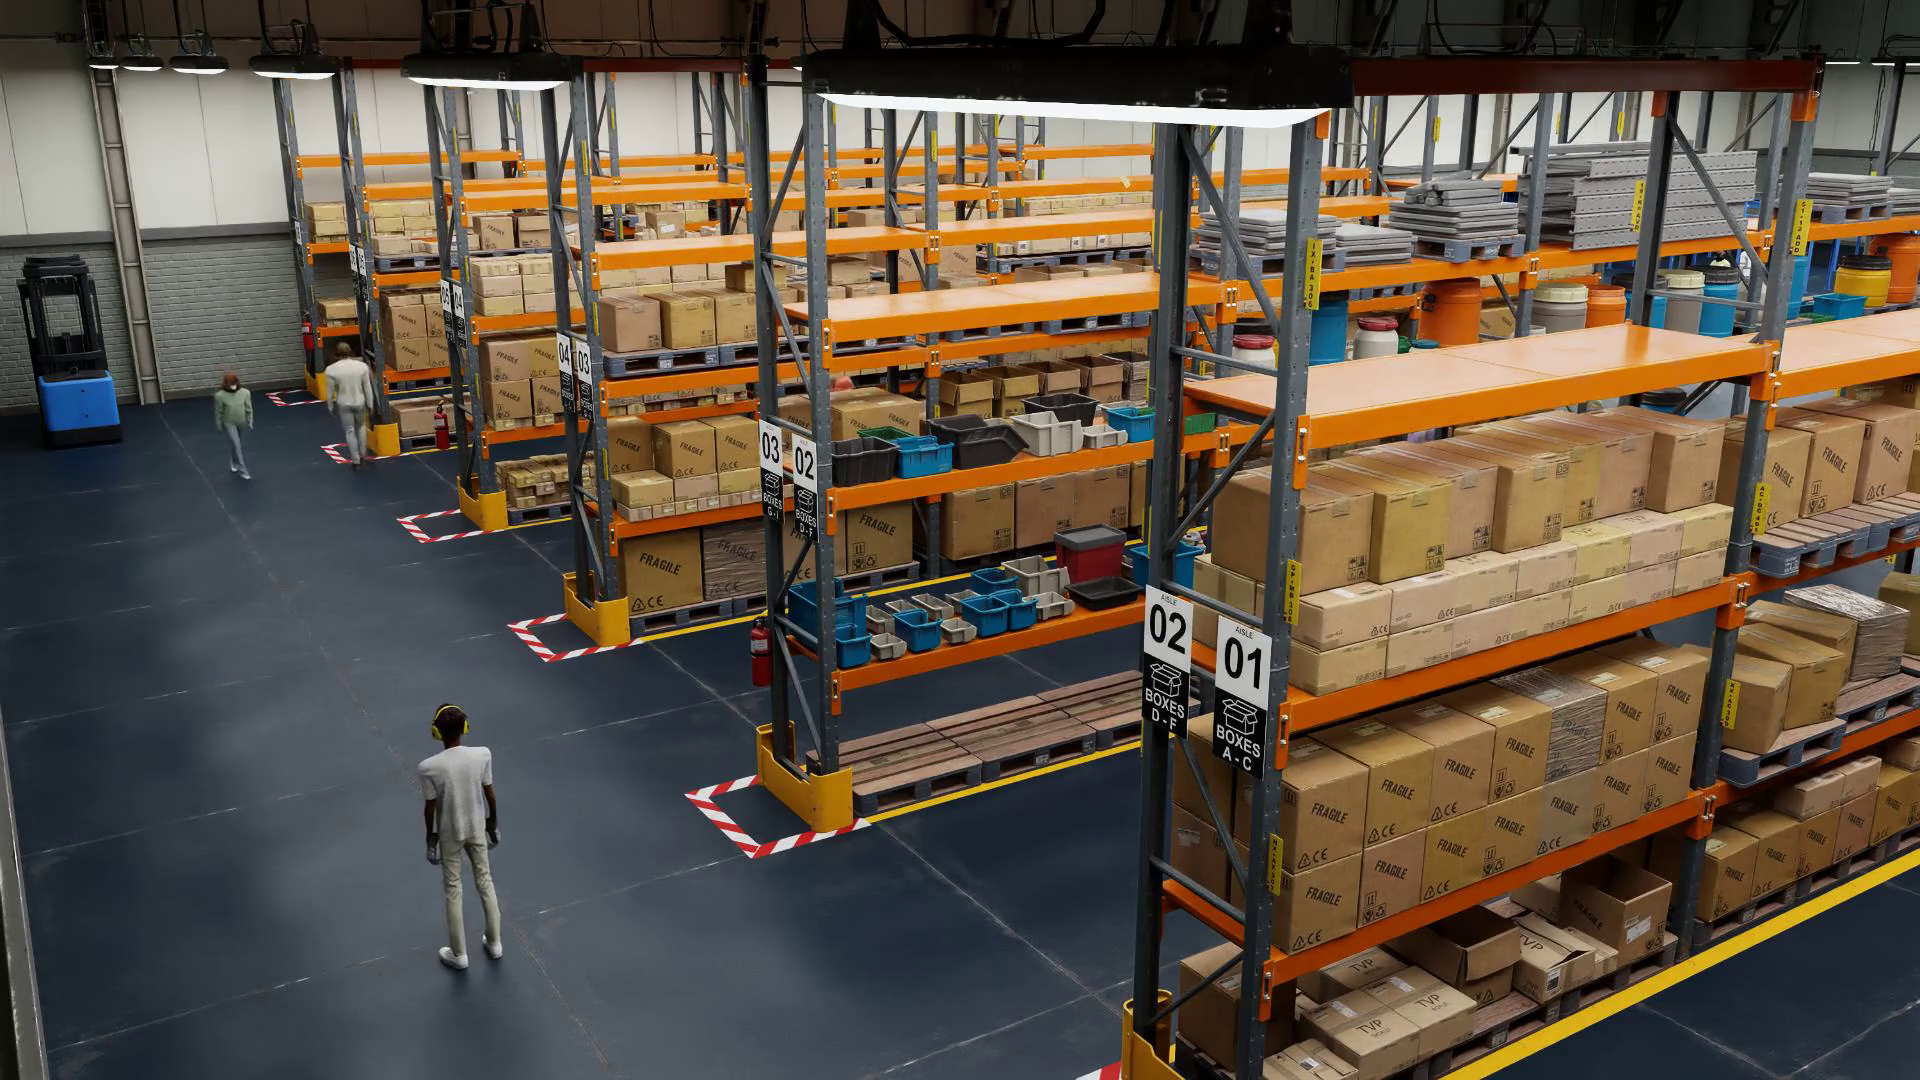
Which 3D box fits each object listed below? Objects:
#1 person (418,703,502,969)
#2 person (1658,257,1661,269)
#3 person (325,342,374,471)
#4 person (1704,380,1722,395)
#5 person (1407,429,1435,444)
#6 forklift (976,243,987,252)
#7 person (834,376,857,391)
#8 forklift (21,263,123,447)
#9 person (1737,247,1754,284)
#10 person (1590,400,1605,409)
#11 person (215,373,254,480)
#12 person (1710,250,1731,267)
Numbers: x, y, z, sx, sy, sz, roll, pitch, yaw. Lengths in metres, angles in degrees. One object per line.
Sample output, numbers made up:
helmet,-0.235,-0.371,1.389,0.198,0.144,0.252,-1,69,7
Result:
person,-3.378,1.995,10.724,0.511,1.861,0.314,-11,20,-33
person,19.689,-8.346,44.654,0.513,1.845,0.340,0,17,1
person,-9.239,-2.043,23.855,0.652,1.914,0.776,-11,20,-31
person,13.950,-3.490,29.113,0.521,1.604,0.701,3,17,11
person,5.901,-0.980,20.364,0.382,1.924,0.594,-4,17,-12
forklift,0.988,-5.474,34.718,1.214,2.155,2.313,-10,20,-31
person,-1.651,-1.271,21.377,0.936,1.905,0.546,-9,19,-27
forklift,-14.518,-3.079,25.708,1.129,2.768,1.873,-10,20,-31
person,18.895,-6.298,37.779,0.546,1.938,0.377,3,17,11
person,11.630,-3.196,27.787,0.978,1.842,0.608,-5,18,-17
person,-10.786,-1.735,23.418,0.502,1.584,0.816,-15,22,-40
person,17.306,-5.758,36.172,0.429,1.842,0.636,-2,17,-8
